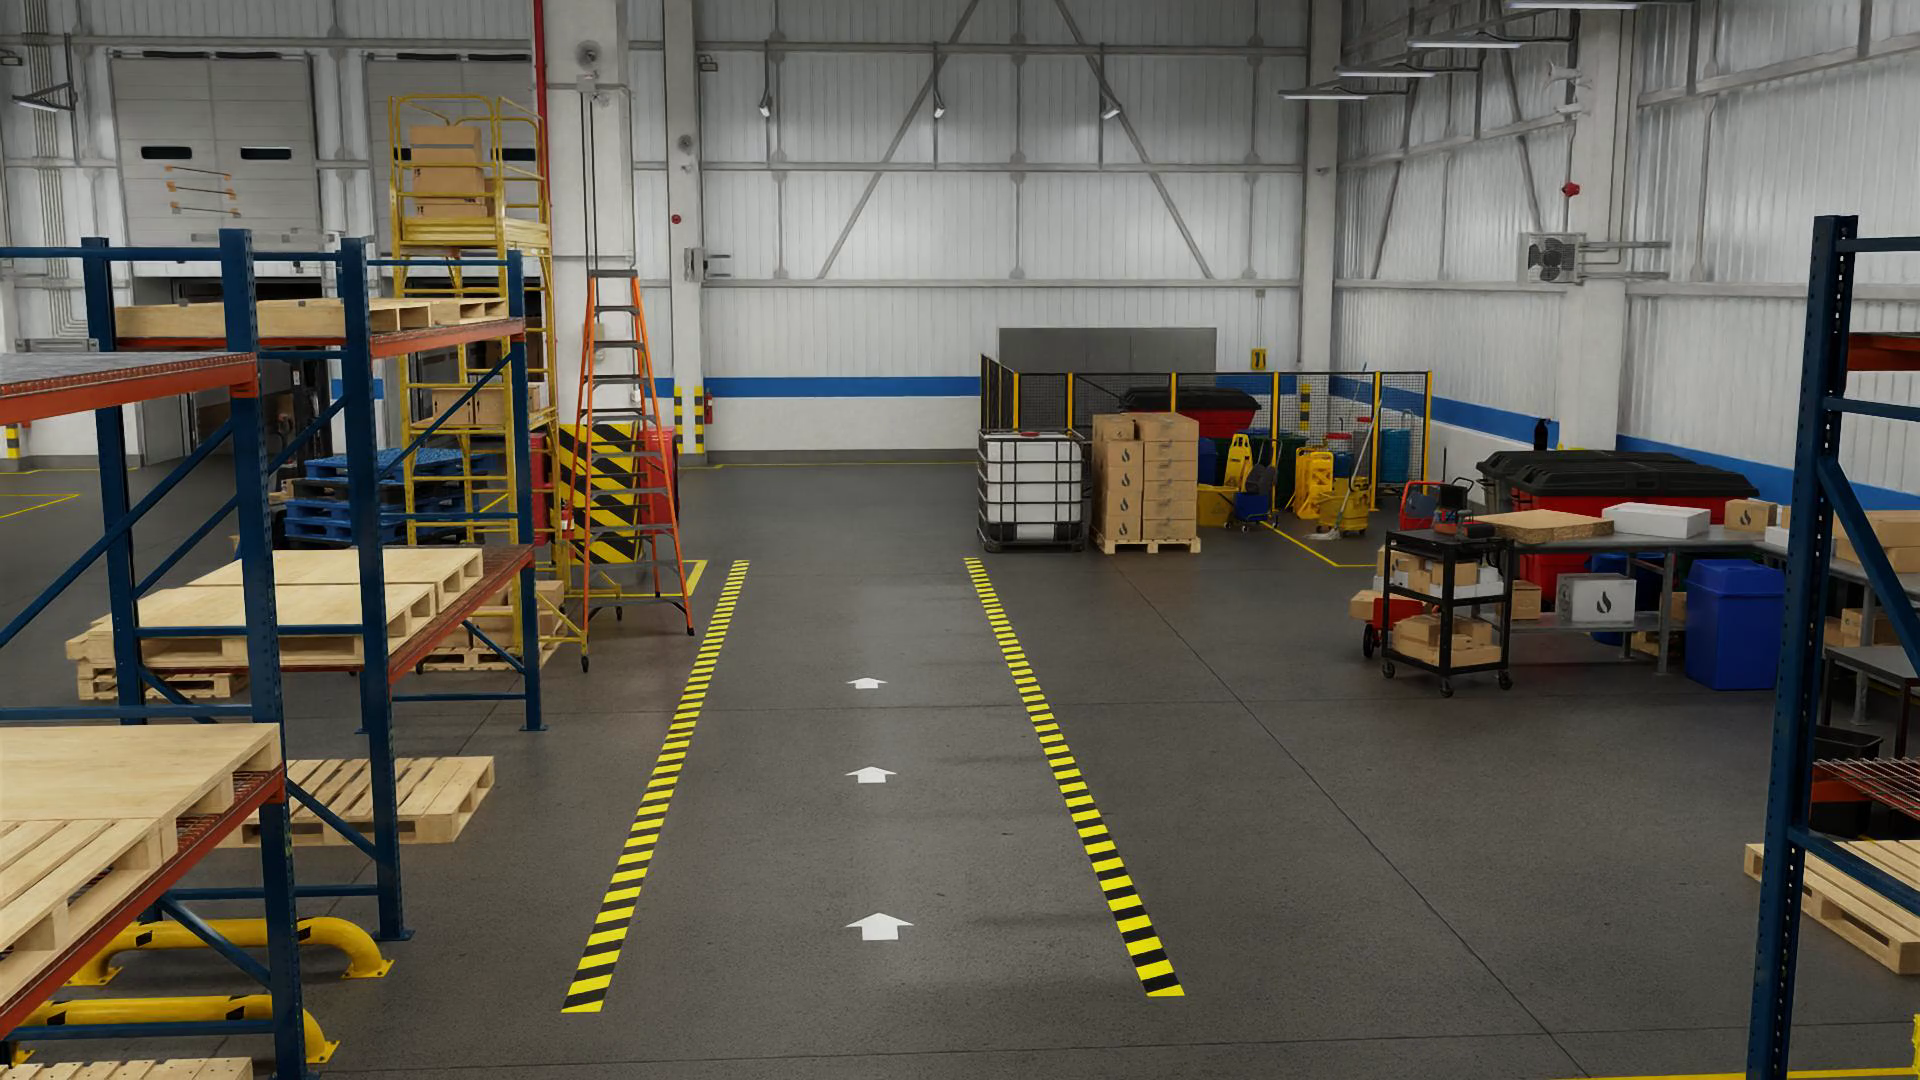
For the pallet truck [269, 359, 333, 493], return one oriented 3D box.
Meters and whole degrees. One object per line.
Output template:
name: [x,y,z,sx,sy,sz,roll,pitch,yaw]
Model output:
pallet truck: [-7.062,-1.131,18.996,1.885,1.965,0.823,2,9,13]
